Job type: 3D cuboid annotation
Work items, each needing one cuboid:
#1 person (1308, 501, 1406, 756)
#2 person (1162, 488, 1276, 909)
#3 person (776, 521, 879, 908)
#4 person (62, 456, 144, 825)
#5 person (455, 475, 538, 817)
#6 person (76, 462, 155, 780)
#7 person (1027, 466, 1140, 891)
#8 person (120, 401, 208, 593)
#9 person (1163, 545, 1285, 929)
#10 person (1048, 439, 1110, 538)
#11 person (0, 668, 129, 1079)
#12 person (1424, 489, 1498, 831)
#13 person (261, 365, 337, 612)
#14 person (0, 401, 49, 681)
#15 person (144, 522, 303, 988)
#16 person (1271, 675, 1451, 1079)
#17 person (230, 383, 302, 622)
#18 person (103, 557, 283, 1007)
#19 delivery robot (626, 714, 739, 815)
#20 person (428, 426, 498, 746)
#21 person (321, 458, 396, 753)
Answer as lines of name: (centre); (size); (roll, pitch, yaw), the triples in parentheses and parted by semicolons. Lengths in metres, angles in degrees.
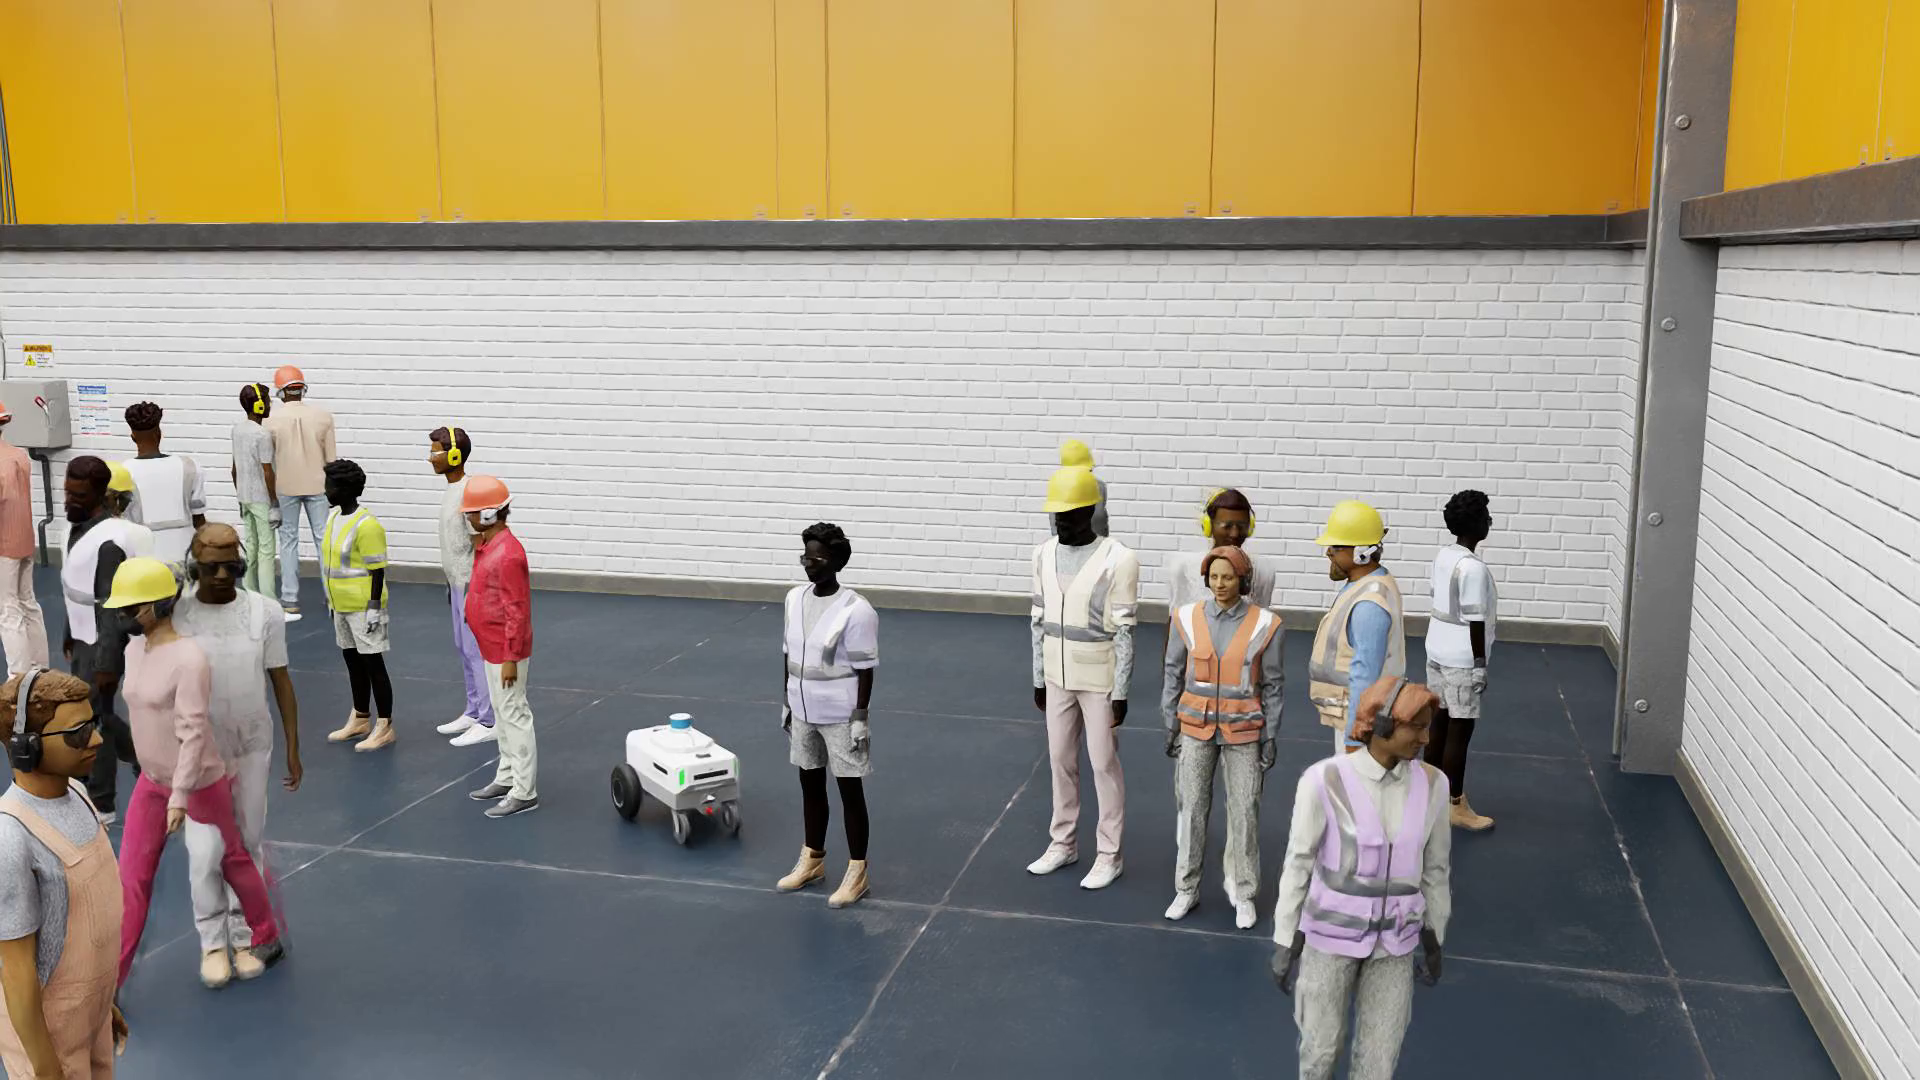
person: (1.685, 0.735, 7.094); (0.403, 1.825, 0.593); (2, 10, 14)
person: (1.162, 0.651, 7.601); (0.515, 1.832, 0.953); (0, 10, 1)
person: (-0.588, 0.757, 7.317); (0.537, 1.700, 0.318); (8, 12, 38)
person: (-4.243, 0.509, 8.227); (0.572, 1.886, 0.689); (-7, 12, -37)
person: (-2.363, 0.533, 8.494); (0.339, 1.746, 0.562); (-5, 11, -25)
person: (-4.676, 0.434, 9.170); (0.544, 1.727, 0.884); (1, 10, 5)
person: (0.534, 0.614, 7.529); (0.580, 1.919, 0.387); (8, 13, 41)
person: (-4.950, 0.123, 10.281); (0.605, 1.962, 0.373); (-9, 13, -43)
person: (1.115, 0.828, 7.077); (0.514, 1.641, 0.307); (3, 10, 19)
person: (0.792, 0.197, 10.593); (0.577, 1.704, 0.769); (-6, 11, -32)
person: (-2.221, 1.222, 4.153); (0.345, 1.846, 0.508); (-2, 10, -13)
person: (2.502, 0.590, 8.304); (0.318, 1.700, 0.537); (-1, 10, -5)
person: (-5.348, -0.418, 13.434); (0.631, 1.981, 0.431); (-6, 11, -32)
person: (-6.054, 0.070, 10.496); (0.397, 1.992, 0.622); (-1, 10, -6)
person: (-2.831, 0.837, 6.450); (0.518, 1.829, 0.475); (-7, 12, -34)
person: (1.176, 1.199, 4.957); (0.590, 1.611, 0.489); (-2, 10, -14)
person: (-5.446, -0.283, 12.938); (0.517, 1.873, 0.334); (7, 12, 36)
person: (-3.014, 0.917, 6.306); (0.539, 1.716, 0.904); (6, 11, 32)
delivery robot: (-1.391, 1.113, 8.310); (0.477, 0.478, 0.707); (-6, 11, -33)
person: (-2.905, 0.265, 9.718); (0.310, 1.868, 0.533); (-5, 11, -28)
person: (-3.484, 0.372, 9.584); (0.540, 1.698, 0.317); (9, 13, 42)
